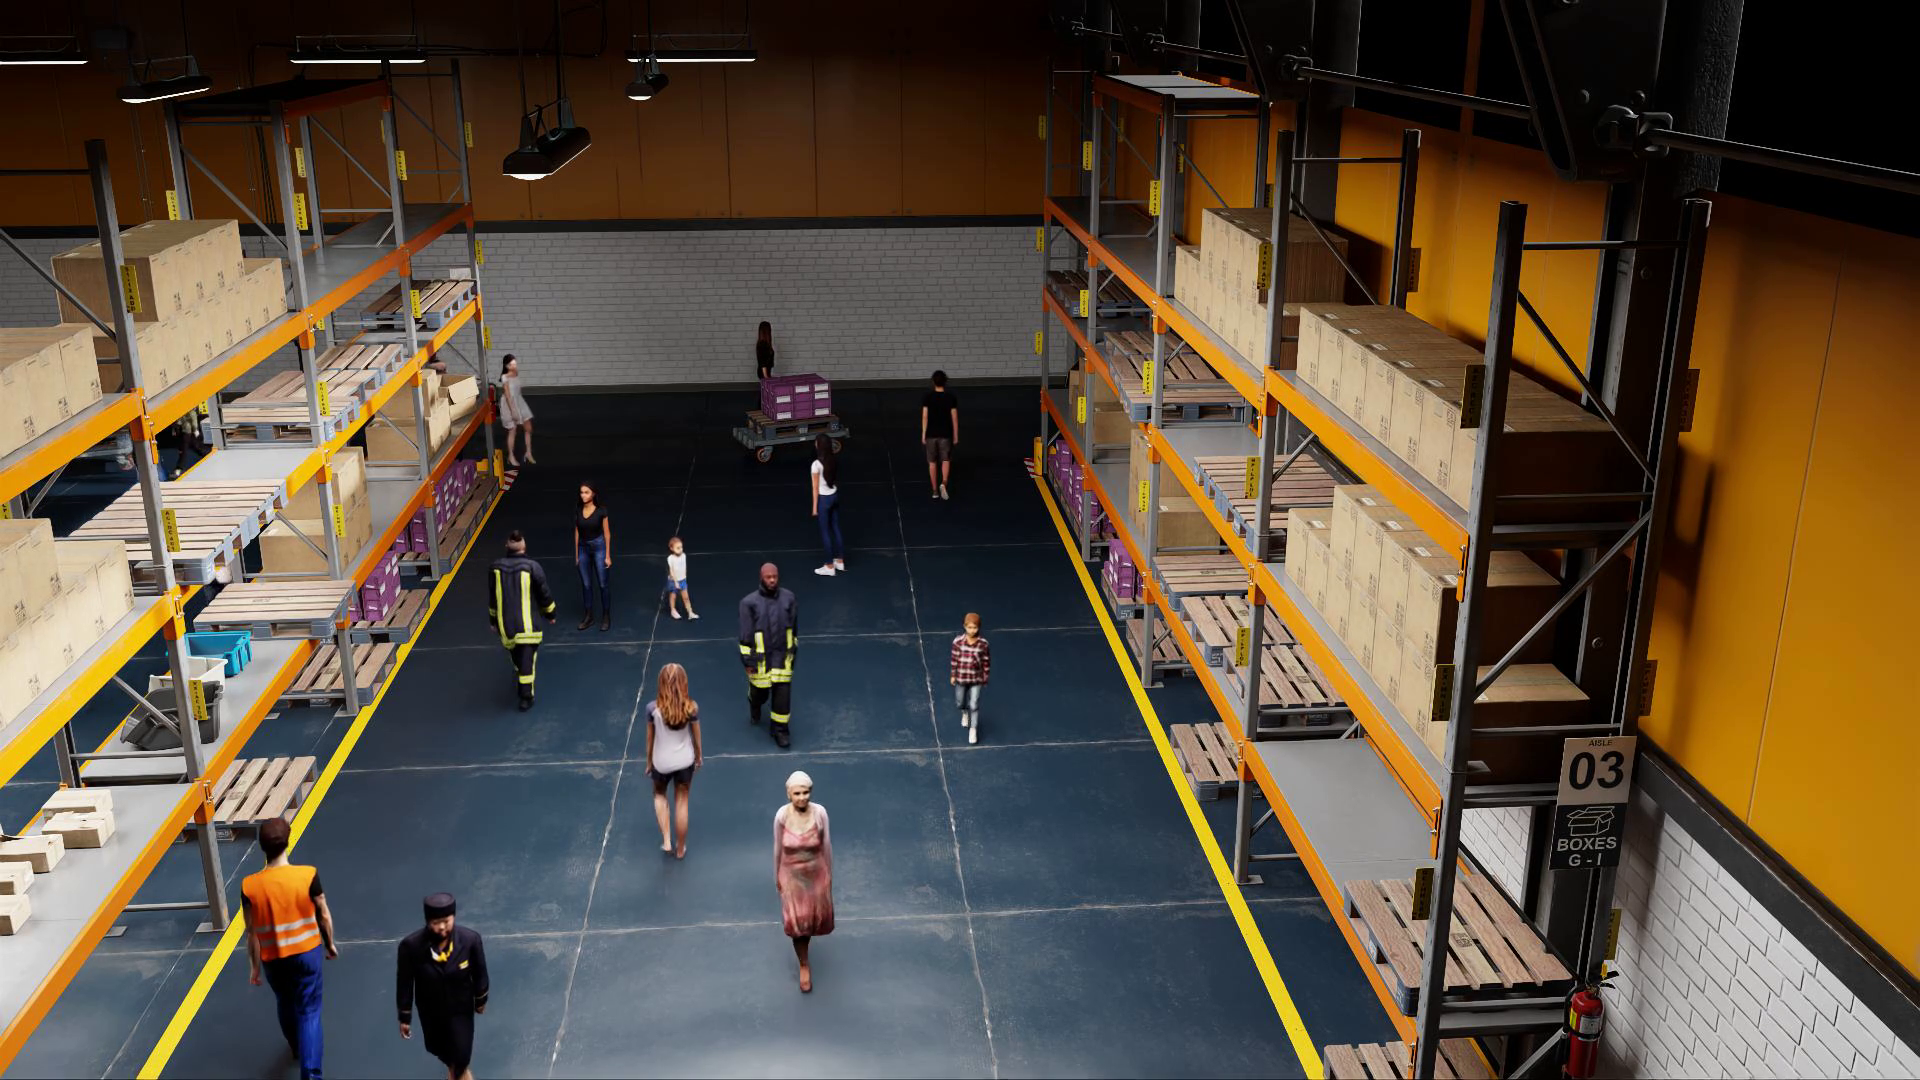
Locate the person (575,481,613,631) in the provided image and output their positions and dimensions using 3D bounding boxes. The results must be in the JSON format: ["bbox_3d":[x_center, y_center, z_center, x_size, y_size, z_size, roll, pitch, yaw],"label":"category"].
[{"bbox_3d":[-4.129,0.158,18.744,0.624,1.739,0.612,3,19,10],"label":"person"}]

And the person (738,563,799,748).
[{"bbox_3d":[-1.847,1.050,15.983,0.901,1.809,1.112,-7,20,-19],"label":"person"}]

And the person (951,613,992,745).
[{"bbox_3d":[0.100,1.293,16.067,0.616,1.295,0.760,2,19,6],"label":"person"}]

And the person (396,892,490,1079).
[{"bbox_3d":[-3.271,2.967,10.576,0.765,1.628,1.092,-4,19,-11],"label":"person"}]

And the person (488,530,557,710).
[{"bbox_3d":[-4.436,0.810,16.656,0.892,1.835,1.088,1,19,4],"label":"person"}]

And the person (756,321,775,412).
[{"bbox_3d":[-3.245,-2.759,27.451,0.664,1.708,0.478,-1,19,-2],"label":"person"}]

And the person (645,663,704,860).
[{"bbox_3d":[-2.359,1.870,13.696,0.660,1.716,0.630,-4,19,-12],"label":"person"}]

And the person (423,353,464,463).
[{"bbox_3d":[-7.762,-1.944,24.898,1.054,1.794,1.190,4,19,11],"label":"person"}]

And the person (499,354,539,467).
[{"bbox_3d":[-6.772,-1.922,24.908,0.858,1.746,0.803,6,20,19],"label":"person"}]

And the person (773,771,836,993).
[{"bbox_3d":[-1.158,2.425,12.113,0.633,1.674,0.868,-4,19,-11],"label":"person"}]

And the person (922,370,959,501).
[{"bbox_3d":[-0.296,-1.440,23.322,0.706,1.845,0.959,0,19,-1],"label":"person"}]

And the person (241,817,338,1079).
[{"bbox_3d":[-4.353,2.759,10.846,0.897,1.849,1.280,-6,20,-18],"label":"person"}]

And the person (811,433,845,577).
[{"bbox_3d":[-1.623,-0.447,20.491,0.746,1.769,0.658,11,21,29],"label":"person"}]

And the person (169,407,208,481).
[{"bbox_3d":[-11.332,-1.618,24.493,0.995,1.435,1.074,14,23,36],"label":"person"}]

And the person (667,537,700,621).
[{"bbox_3d":[-3.274,0.437,19.072,0.625,1.001,0.722,-16,24,-39],"label":"person"}]
